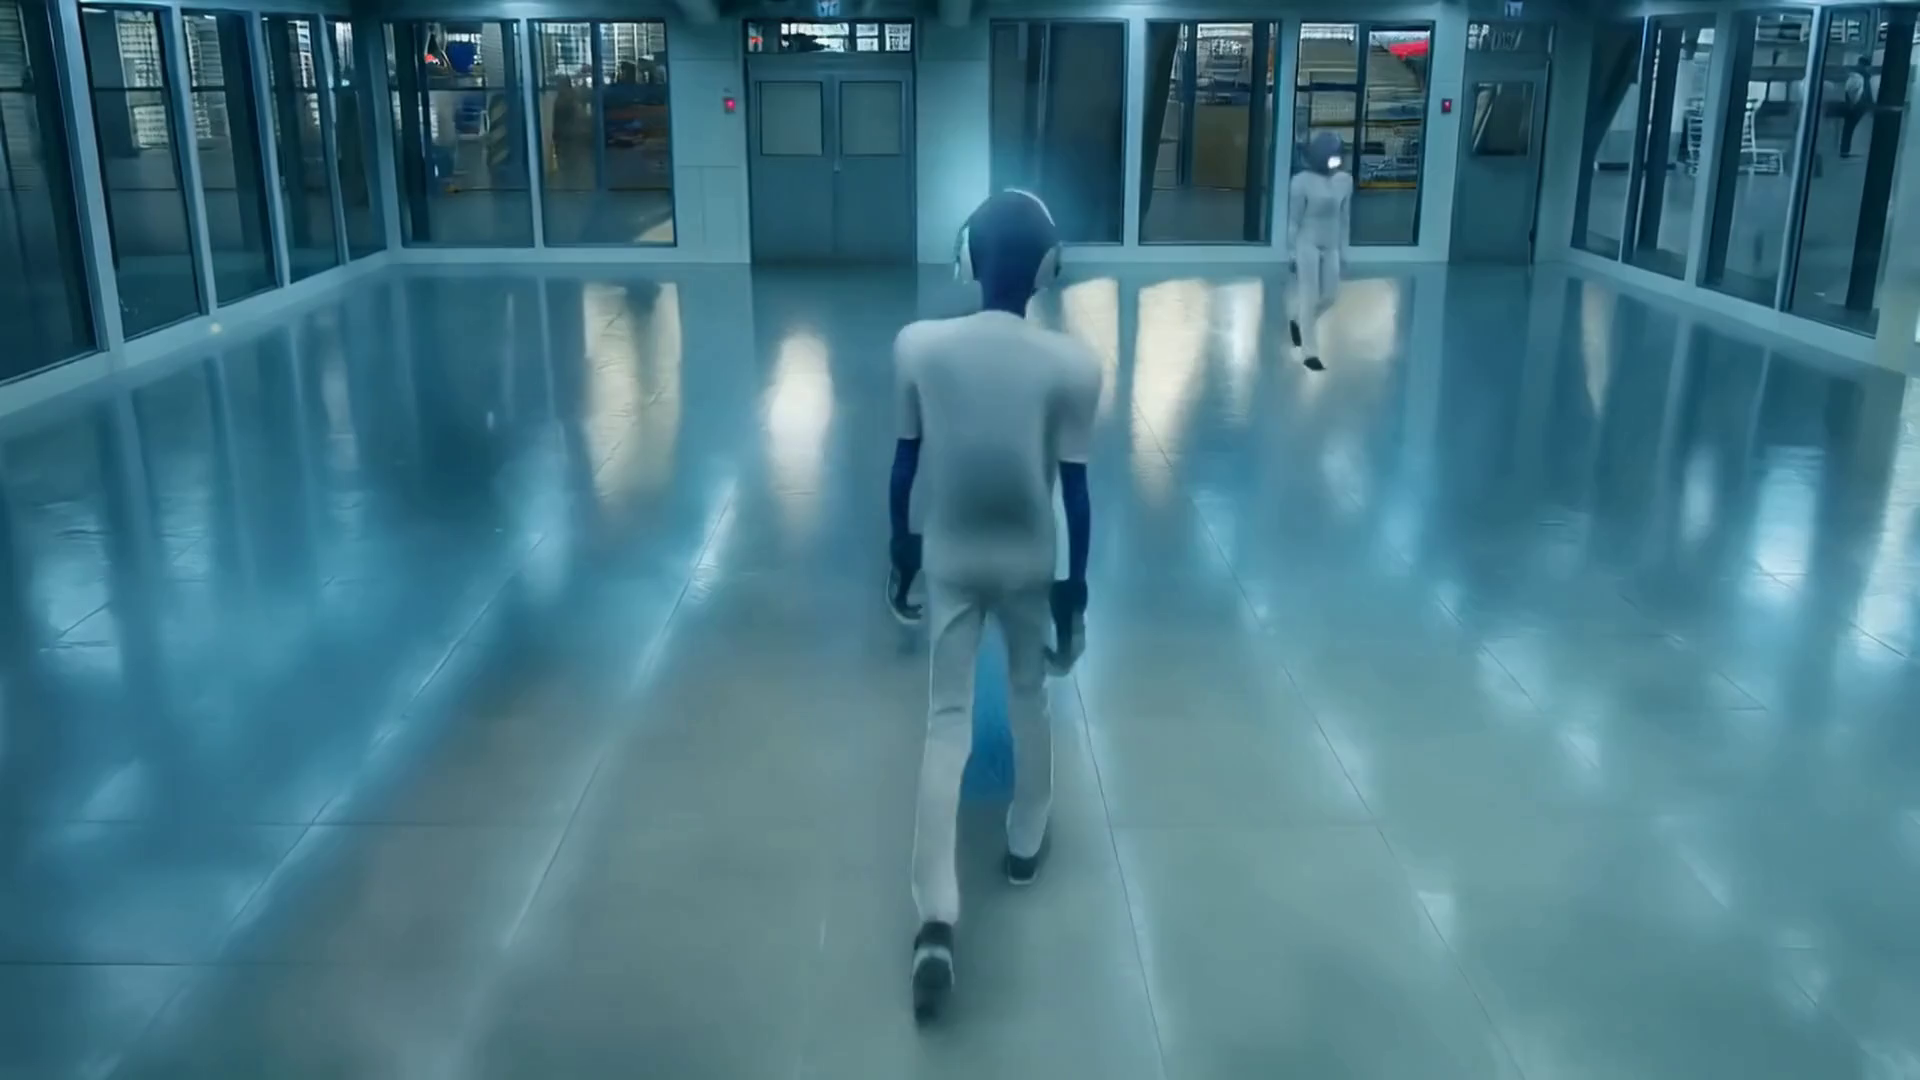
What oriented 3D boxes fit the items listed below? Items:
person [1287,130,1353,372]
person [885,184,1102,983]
[{"bbox_3d":[2.416,-1.985,11.374,0.498,1.613,0.558,-6,17,-19],"label":"person"},{"bbox_3d":[0.054,0.100,3.914,0.529,1.835,0.926,2,17,7],"label":"person"}]
